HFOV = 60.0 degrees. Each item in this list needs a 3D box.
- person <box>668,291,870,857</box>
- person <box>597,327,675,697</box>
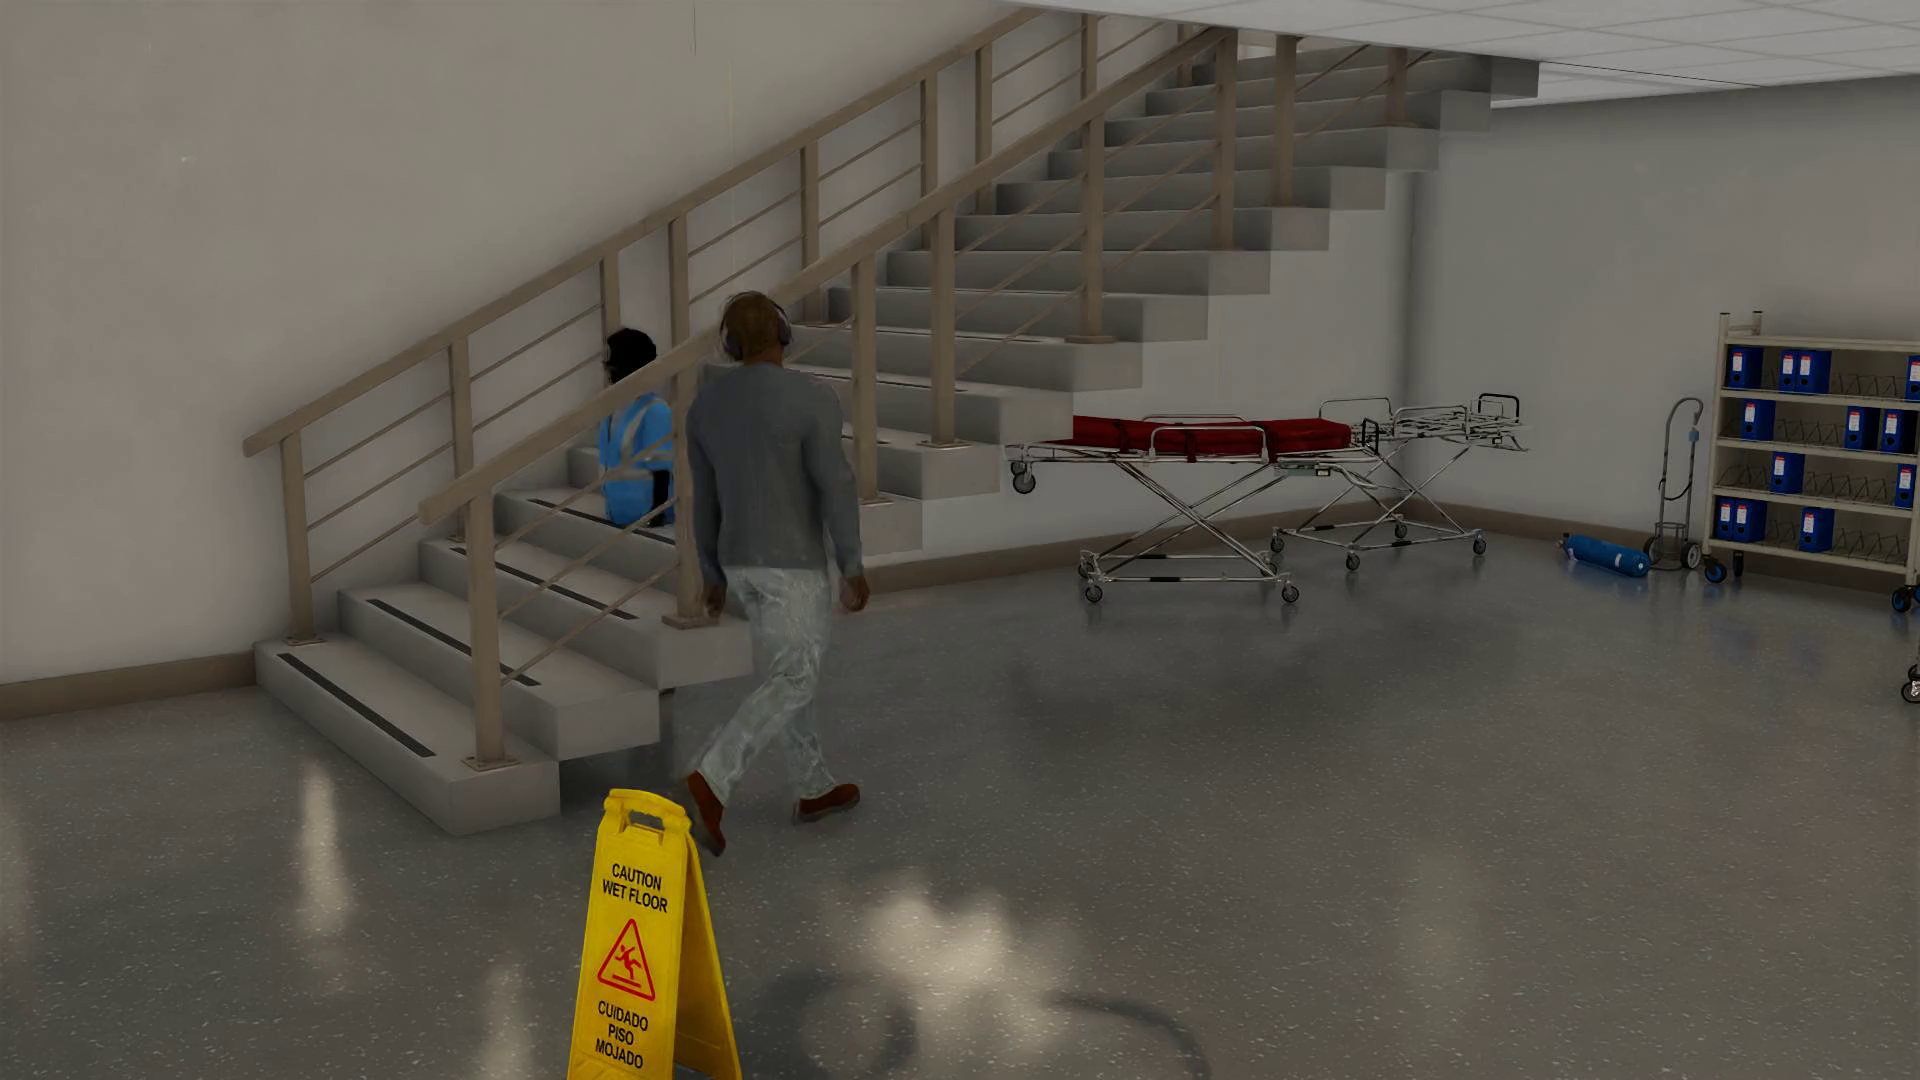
[{"bbox_3d":[-0.703,0.110,5.665,0.661,1.892,0.875,8,13,39],"label":"person"},{"bbox_3d":[-1.473,-0.111,7.528,0.322,1.686,0.610,-8,13,-38],"label":"person"}]
